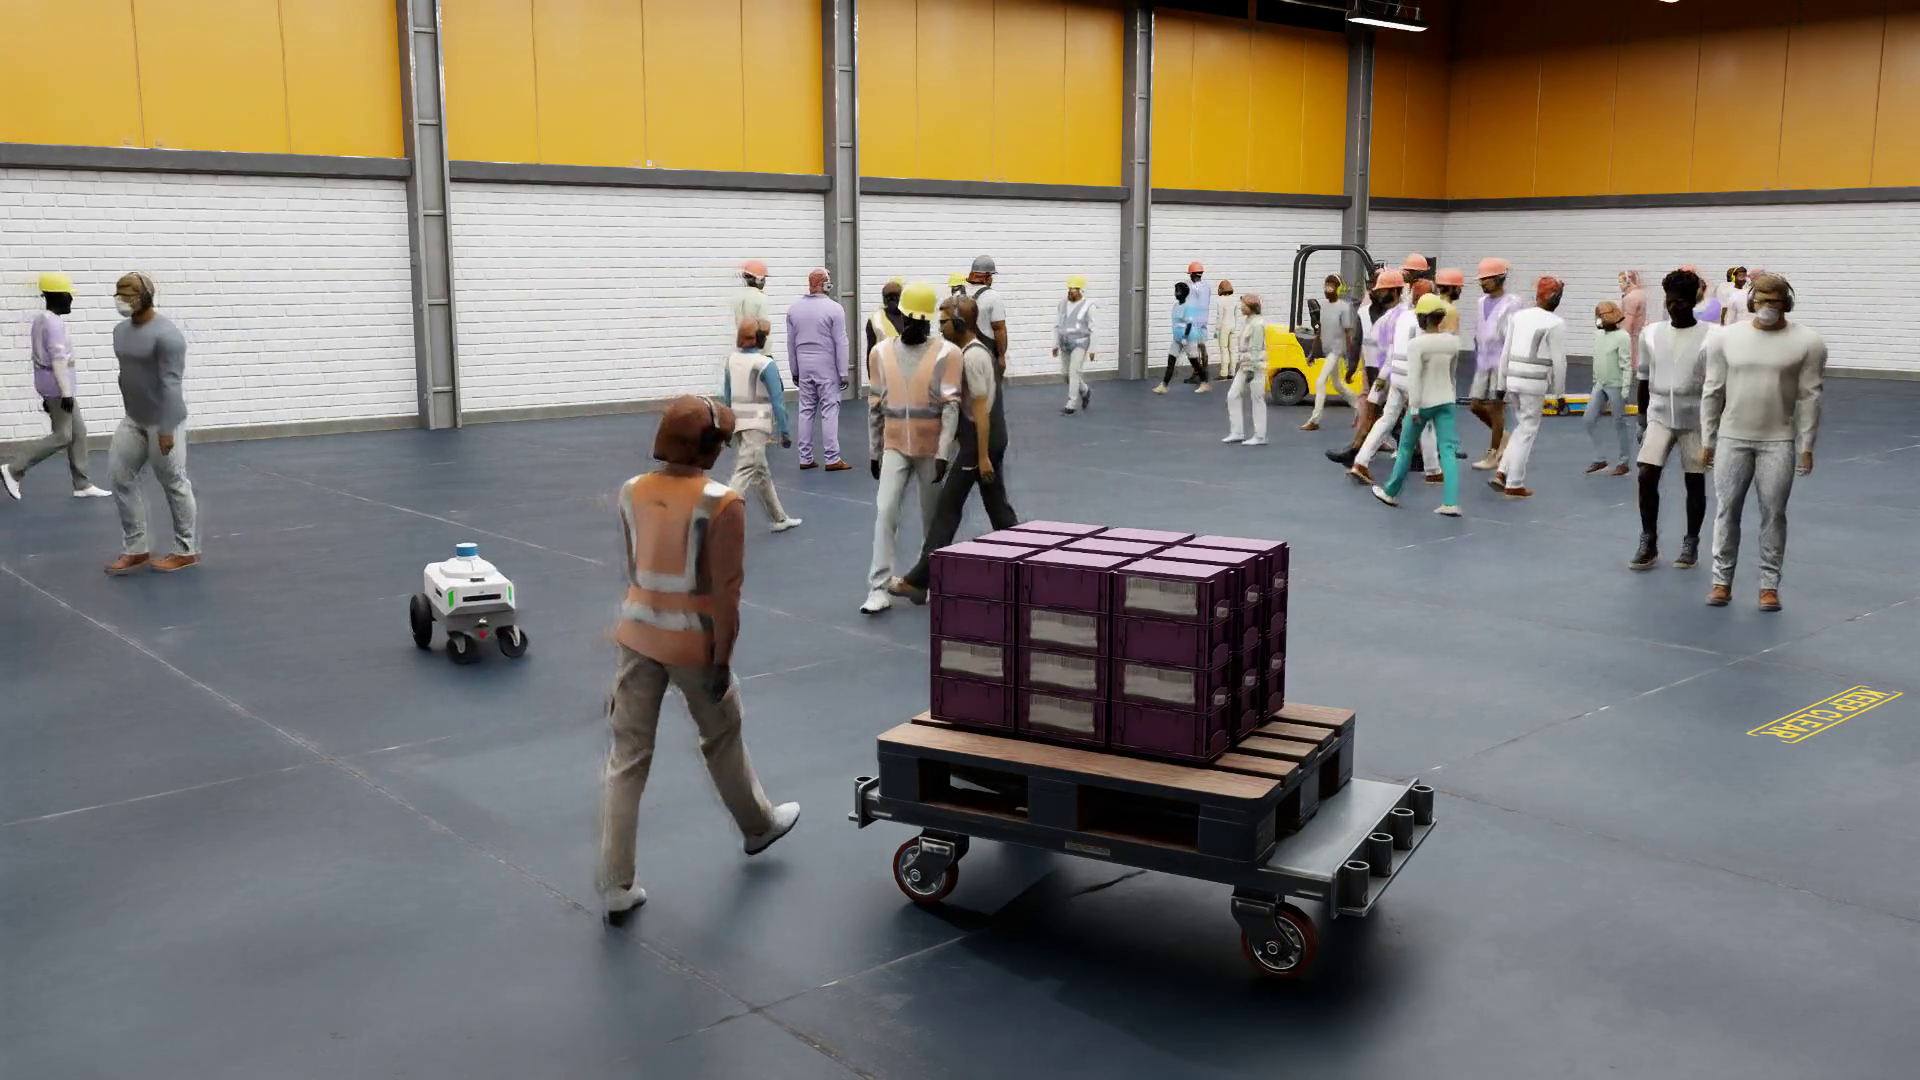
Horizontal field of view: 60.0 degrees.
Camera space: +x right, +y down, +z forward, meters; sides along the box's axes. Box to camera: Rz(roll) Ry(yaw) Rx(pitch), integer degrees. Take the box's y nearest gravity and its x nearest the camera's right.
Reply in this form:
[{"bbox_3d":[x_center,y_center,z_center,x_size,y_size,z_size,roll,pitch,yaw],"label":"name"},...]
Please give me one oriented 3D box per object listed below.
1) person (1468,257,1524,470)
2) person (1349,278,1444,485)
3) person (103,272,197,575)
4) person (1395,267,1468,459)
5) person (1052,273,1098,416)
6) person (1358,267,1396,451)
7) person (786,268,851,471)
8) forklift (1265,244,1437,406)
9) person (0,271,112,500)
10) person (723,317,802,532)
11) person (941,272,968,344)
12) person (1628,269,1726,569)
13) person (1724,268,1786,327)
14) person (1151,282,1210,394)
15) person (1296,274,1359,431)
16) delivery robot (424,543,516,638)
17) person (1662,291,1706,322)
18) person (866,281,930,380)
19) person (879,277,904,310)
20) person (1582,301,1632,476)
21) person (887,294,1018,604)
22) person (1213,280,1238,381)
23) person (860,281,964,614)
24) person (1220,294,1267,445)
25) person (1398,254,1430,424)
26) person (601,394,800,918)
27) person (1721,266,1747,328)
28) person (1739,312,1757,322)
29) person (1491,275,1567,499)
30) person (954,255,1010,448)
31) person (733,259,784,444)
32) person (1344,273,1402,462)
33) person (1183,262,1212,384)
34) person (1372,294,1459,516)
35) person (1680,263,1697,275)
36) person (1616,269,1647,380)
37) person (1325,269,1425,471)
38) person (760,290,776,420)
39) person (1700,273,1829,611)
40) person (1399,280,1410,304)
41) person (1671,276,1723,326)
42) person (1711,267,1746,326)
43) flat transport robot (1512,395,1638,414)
[{"bbox_3d":[5.096,-1.664,15.770,0.566,2.021,0.600,-5,11,-26],"label":"person"},{"bbox_3d":[3.905,-1.381,14.652,1.000,1.842,0.588,-3,10,-15],"label":"person"},{"bbox_3d":[-5.170,-0.712,10.461,0.661,1.917,0.701,5,11,29],"label":"person"},{"bbox_3d":[4.698,-1.728,16.443,0.712,1.918,0.547,-1,10,-8],"label":"person"},{"bbox_3d":[1.507,-2.502,21.268,0.605,1.813,0.720,9,13,42],"label":"person"},{"bbox_3d":[4.389,-1.880,17.342,0.403,1.906,0.652,-1,10,-8],"label":"person"},{"bbox_3d":[-1.310,-1.603,15.725,0.651,1.904,0.404,5,11,29],"label":"person"},{"bbox_3d":[5.256,-2.933,22.661,2.313,2.155,1.214,3,10,16],"label":"forklift"},{"bbox_3d":[-7.522,-1.260,13.729,0.753,1.903,0.599,-5,11,-29],"label":"person"},{"bbox_3d":[-1.464,-0.791,11.881,0.538,1.588,0.878,9,13,44],"label":"person"},{"bbox_3d":[-0.009,-2.621,21.951,0.600,1.811,0.434,7,12,35],"label":"person"},{"bbox_3d":[4.602,-0.754,10.657,0.633,1.926,0.730,9,13,42],"label":"person"},{"bbox_3d":[9.816,-2.417,20.561,0.752,1.876,0.441,4,10,20],"label":"person"},{"bbox_3d":[3.279,-2.944,24.335,0.914,1.647,0.550,-5,11,-25],"label":"person"},{"bbox_3d":[4.395,-2.181,19.380,0.944,1.826,0.551,-3,10,-16],"label":"person"},{"bbox_3d":[-2.505,0.261,8.481,0.477,0.478,0.707,-5,11,-26],"label":"delivery robot"},{"bbox_3d":[11.351,-3.342,26.087,0.626,1.843,0.430,6,11,32],"label":"person"},{"bbox_3d":[-0.585,-1.558,15.805,0.616,1.798,0.953,-2,10,-11],"label":"person"},{"bbox_3d":[-0.834,-2.617,22.132,0.487,1.744,0.297,-1,10,-3],"label":"person"},{"bbox_3d":[5.962,-1.386,15.291,0.571,1.600,0.623,-3,10,-17],"label":"person"},{"bbox_3d":[-0.013,-0.509,9.617,0.961,1.792,0.520,2,10,10],"label":"person"},{"bbox_3d":[4.325,-3.407,27.075,0.498,1.633,0.278,-9,13,-42],"label":"person"},{"bbox_3d":[-0.286,-0.510,9.407,0.600,1.871,0.936,3,10,16],"label":"person"},{"bbox_3d":[3.019,-1.807,17.722,0.588,1.615,0.546,-2,10,-10],"label":"person"},{"bbox_3d":[5.083,-2.187,18.724,0.370,2.048,0.607,1,10,4],"label":"person"},{"bbox_3d":[-0.868,0.335,5.265,0.536,1.581,0.887,5,11,26],"label":"person"},{"bbox_3d":[11.468,-3.101,24.596,0.535,1.869,0.312,-3,10,-19],"label":"person"},{"bbox_3d":[8.715,-1.920,18.099,0.894,1.720,0.540,-6,11,-30],"label":"person"},{"bbox_3d":[4.736,-1.252,13.782,0.439,1.862,0.608,-4,10,-22],"label":"person"},{"bbox_3d":[0.256,-1.981,17.536,0.690,2.000,0.538,8,13,40],"label":"person"},{"bbox_3d":[-2.143,-1.978,17.664,0.491,1.980,0.629,-9,13,-42],"label":"person"},{"bbox_3d":[4.186,-1.699,16.450,1.014,1.864,0.578,-6,11,-30],"label":"person"},{"bbox_3d":[3.749,-3.449,26.439,0.375,1.933,0.550,8,13,40],"label":"person"},{"bbox_3d":[3.675,-1.073,13.162,0.532,1.724,0.898,-4,10,-20],"label":"person"},{"bbox_3d":[10.724,-3.125,24.602,0.547,1.914,0.492,-3,10,-18],"label":"person"},{"bbox_3d":[9.049,-2.692,22.274,0.947,1.855,0.671,5,11,25],"label":"person"},{"bbox_3d":[3.959,-1.571,15.590,0.957,1.891,0.551,-1,10,-5],"label":"person"},{"bbox_3d":[-2.519,-2.235,20.276,0.506,1.610,0.549,8,13,40],"label":"person"},{"bbox_3d":[4.583,-0.554,9.533,0.639,1.926,0.406,5,11,29],"label":"person"},{"bbox_3d":[7.897,-3.910,29.103,0.387,1.948,0.602,-6,11,-32],"label":"person"},{"bbox_3d":[8.686,-2.212,19.619,0.580,1.785,0.968,2,10,14],"label":"person"},{"bbox_3d":[12.385,-3.454,26.754,0.429,1.839,0.633,-6,11,-29],"label":"person"},{"bbox_3d":[7.914,-1.750,21.361,1.431,0.197,0.652,-1,10,-6],"label":"flat transport robot"}]
